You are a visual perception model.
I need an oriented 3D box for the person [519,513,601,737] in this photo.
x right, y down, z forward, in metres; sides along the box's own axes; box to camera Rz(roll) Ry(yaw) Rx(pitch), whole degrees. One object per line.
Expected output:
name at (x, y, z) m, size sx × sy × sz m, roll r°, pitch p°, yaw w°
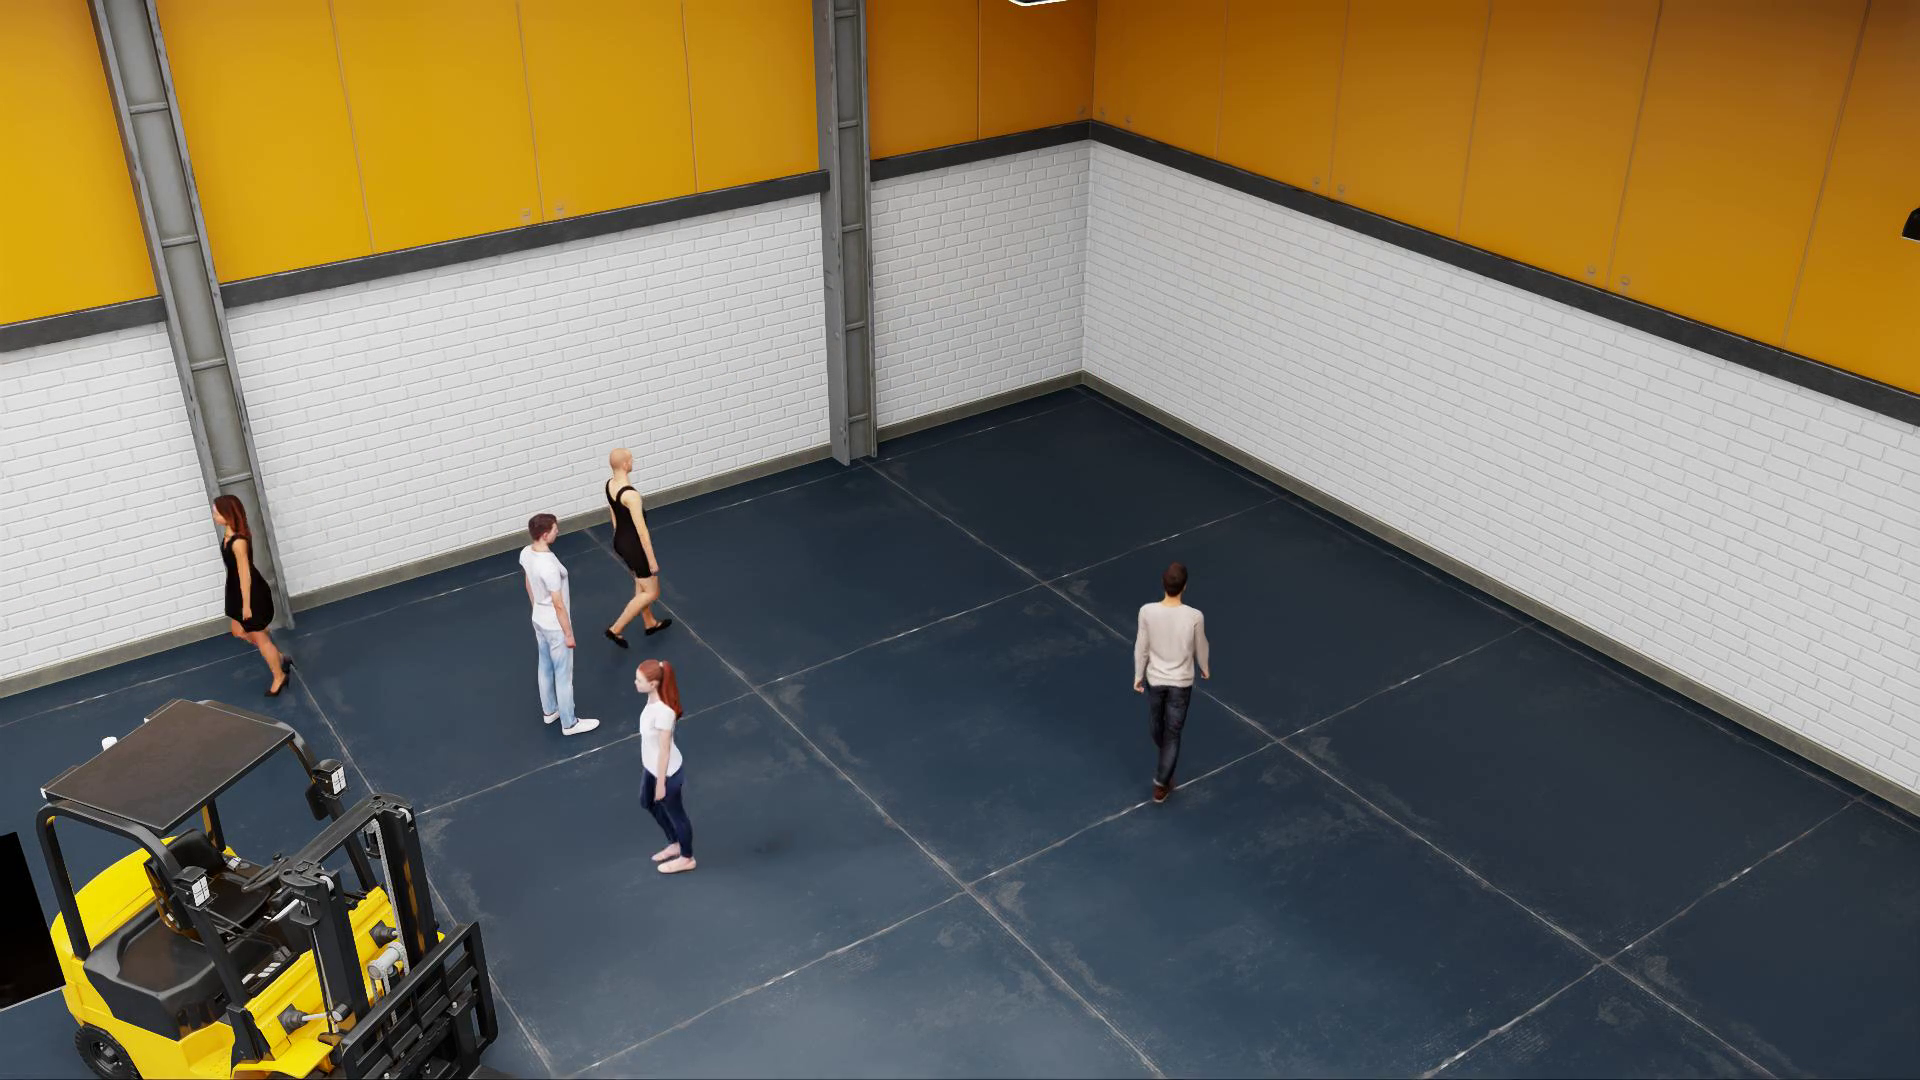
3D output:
person at (-3.136, 0.636, 12.758) m, size 0.566 × 1.857 × 0.664 m, roll -22°, pitch 36°, yaw -35°

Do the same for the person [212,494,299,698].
person at (-5.511, 0.446, 13.141) m, size 0.648 × 1.824 × 0.605 m, roll -16°, pitch 33°, yaw -27°

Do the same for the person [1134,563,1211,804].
person at (1.491, 1.070, 11.994) m, size 1.051 × 1.827 × 1.188 m, roll 11°, pitch 30°, yaw 19°

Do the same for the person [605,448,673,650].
person at (-2.758, 0.100, 13.800) m, size 0.890 × 1.801 × 0.684 m, roll -20°, pitch 34°, yaw -32°

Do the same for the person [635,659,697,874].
person at (-1.897, 1.533, 11.247) m, size 0.685 × 1.731 × 0.669 m, roll -6°, pitch 29°, yaw -12°
